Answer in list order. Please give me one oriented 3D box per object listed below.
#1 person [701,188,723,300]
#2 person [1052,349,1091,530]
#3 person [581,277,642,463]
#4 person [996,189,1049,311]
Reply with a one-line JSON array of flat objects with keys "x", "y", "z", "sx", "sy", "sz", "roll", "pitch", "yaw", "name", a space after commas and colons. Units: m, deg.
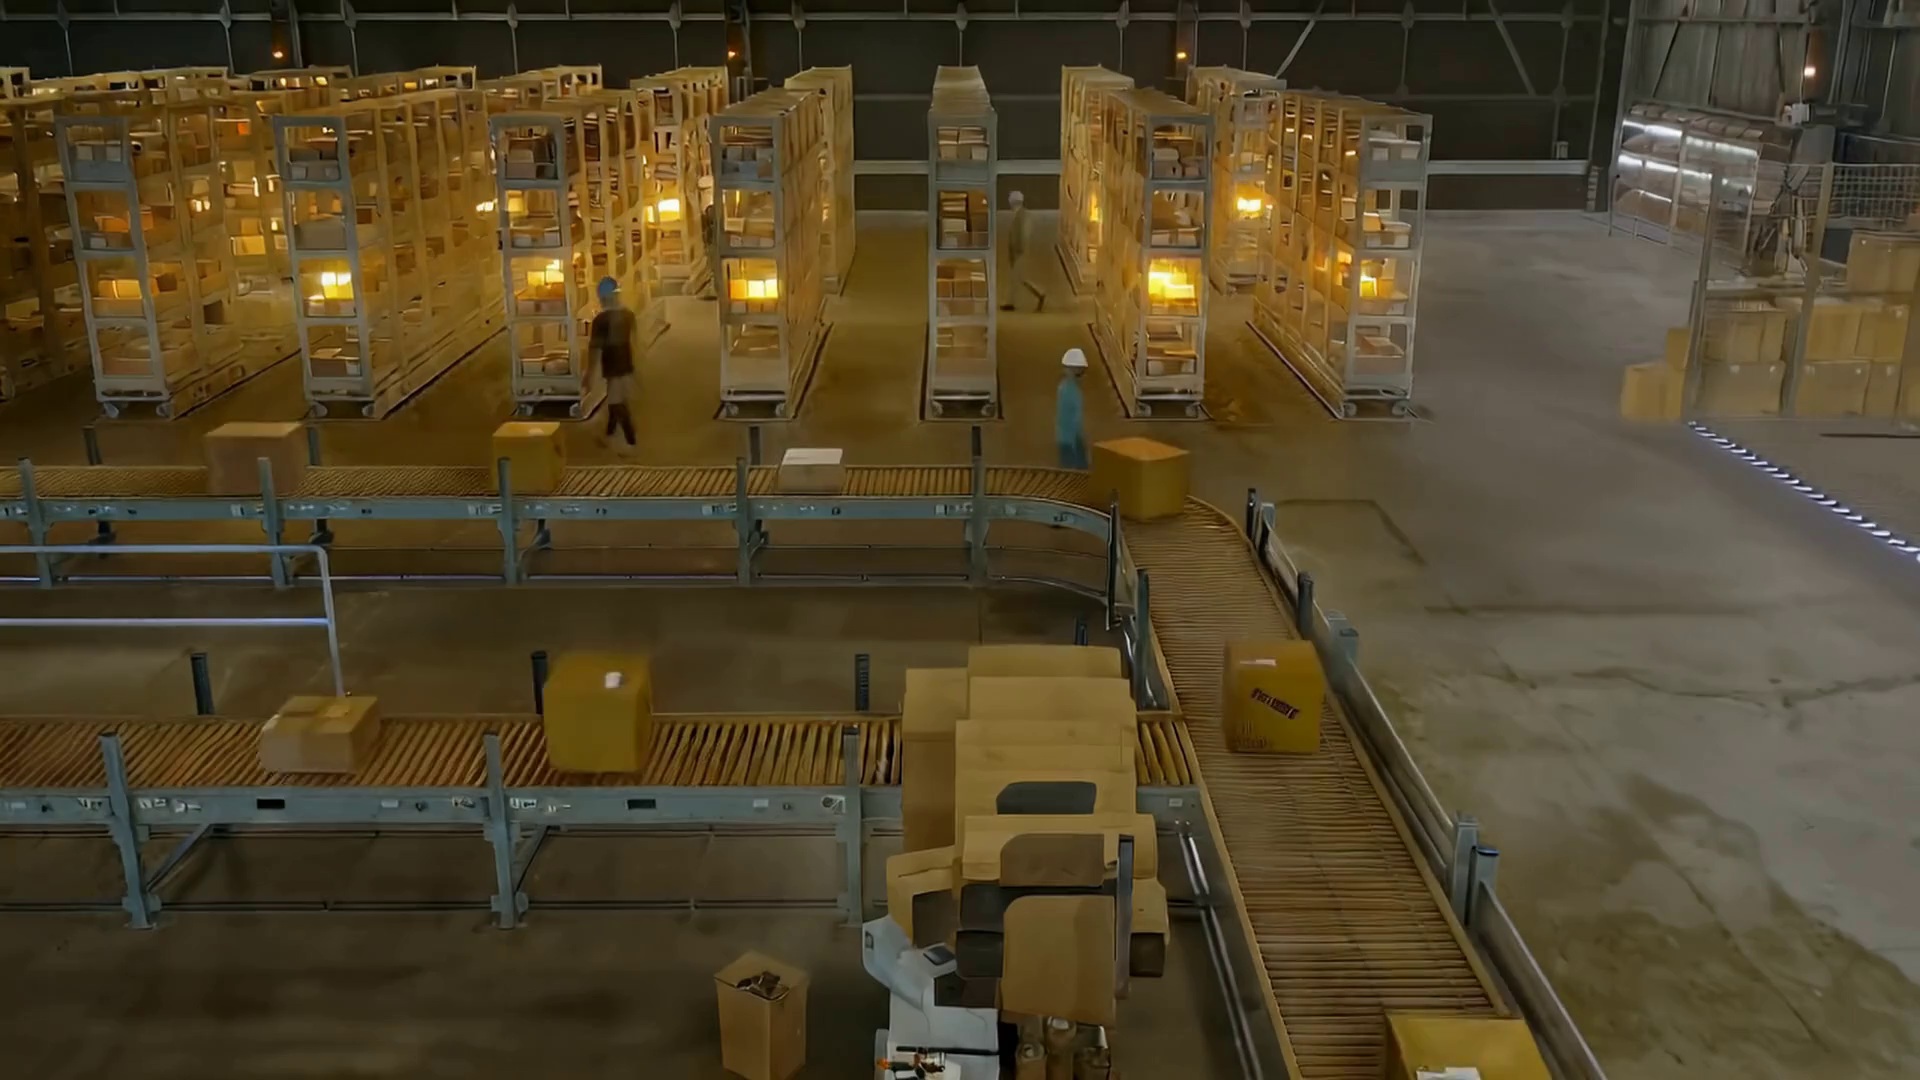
[{"x": -4.156, "y": -4.975, "z": 27.975, "sx": 0.380, "sy": 1.845, "sz": 0.570, "roll": 3, "pitch": 18, "yaw": 9, "name": "person"}, {"x": 1.059, "y": -0.939, "z": 15.681, "sx": 0.406, "sy": 1.748, "sz": 0.554, "roll": 3, "pitch": 18, "yaw": 11, "name": "person"}, {"x": -3.861, "y": -1.864, "z": 18.152, "sx": 0.976, "sy": 2.003, "sz": 0.613, "roll": 11, "pitch": 21, "yaw": 30, "name": "person"}, {"x": 1.008, "y": -4.637, "z": 26.741, "sx": 0.771, "sy": 1.969, "sz": 0.621, "roll": 1, "pitch": 18, "yaw": 2, "name": "person"}]
